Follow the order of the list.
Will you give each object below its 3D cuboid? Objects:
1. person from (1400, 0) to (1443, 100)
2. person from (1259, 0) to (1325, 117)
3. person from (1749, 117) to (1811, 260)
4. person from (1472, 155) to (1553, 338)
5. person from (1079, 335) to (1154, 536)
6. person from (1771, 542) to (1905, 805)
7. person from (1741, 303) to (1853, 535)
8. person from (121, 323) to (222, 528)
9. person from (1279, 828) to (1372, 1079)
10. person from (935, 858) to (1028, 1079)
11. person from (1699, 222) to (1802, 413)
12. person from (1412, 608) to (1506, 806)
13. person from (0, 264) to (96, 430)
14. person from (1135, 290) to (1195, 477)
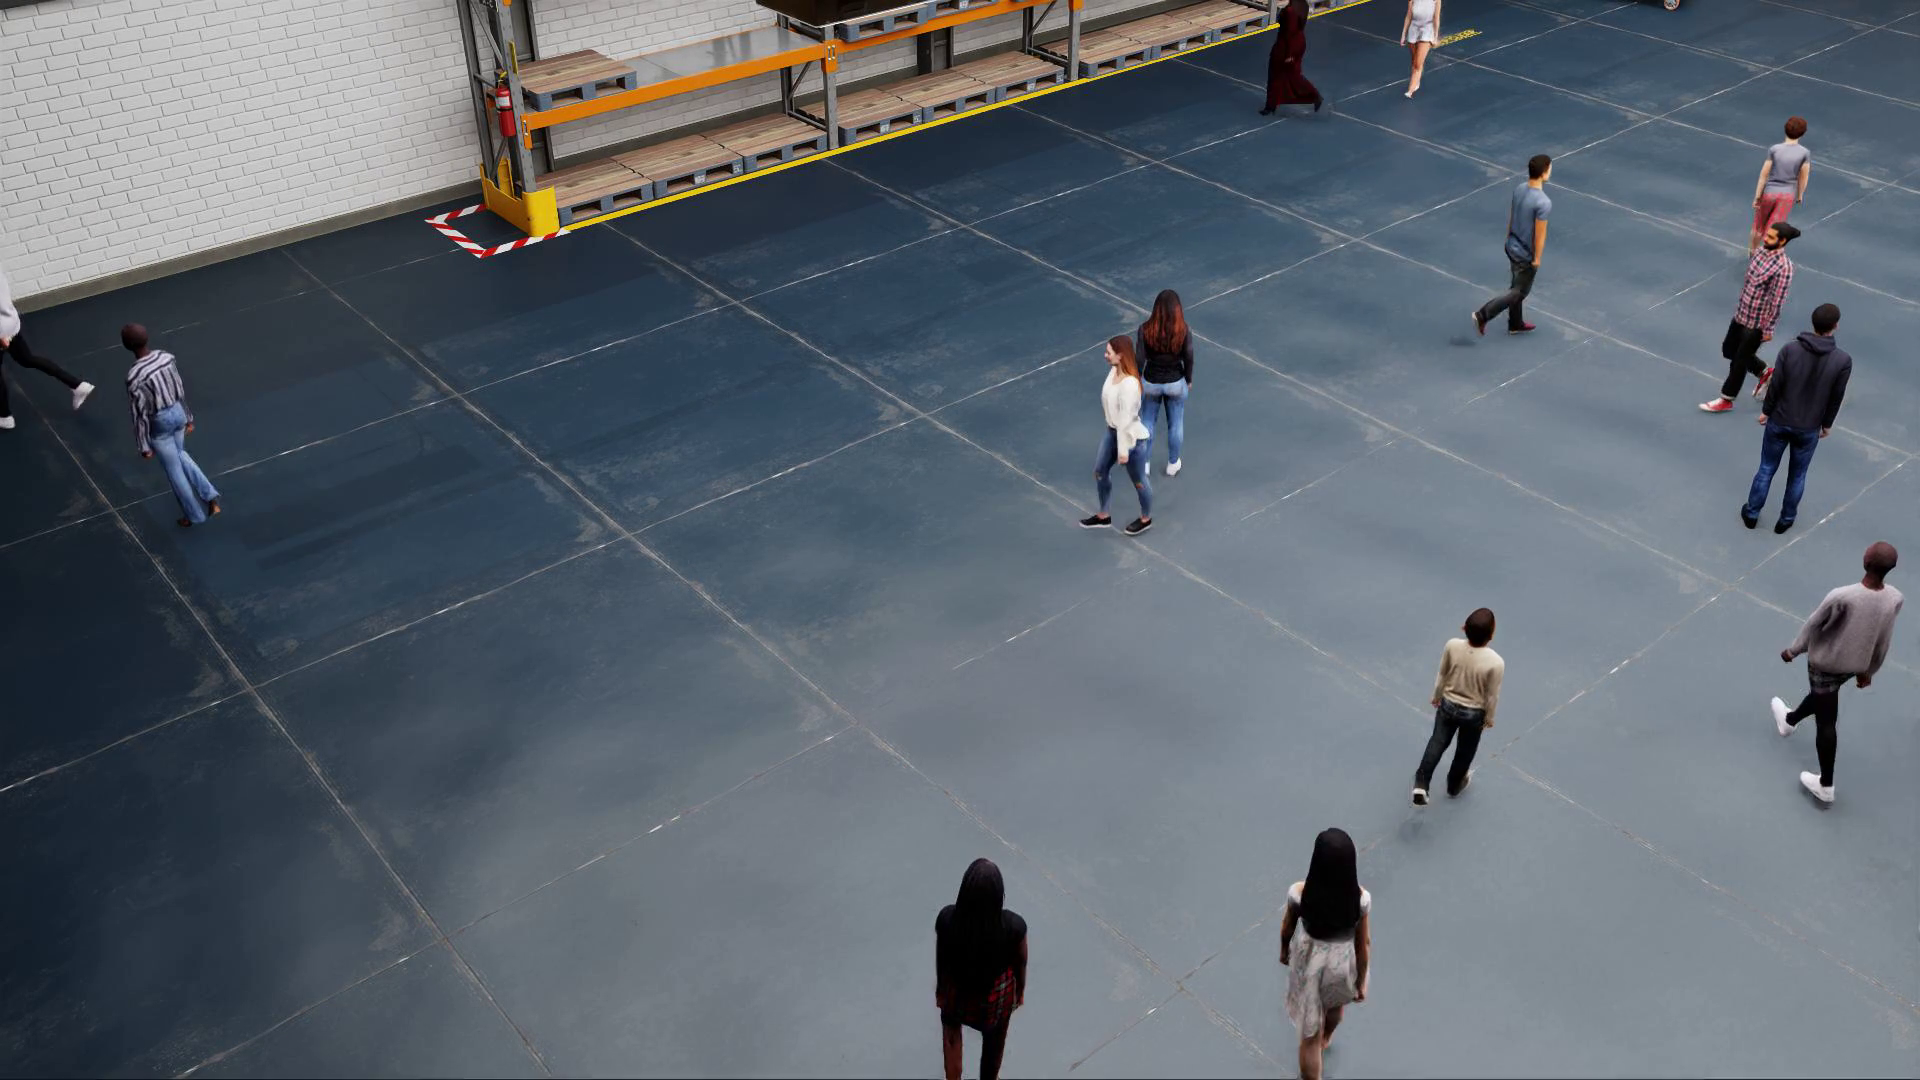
[{"bbox_3d":[5.968,-6.523,21.446,0.772,1.573,1.063,20,39,27],"label":"person"},{"bbox_3d":[4.180,-6.069,20.622,0.937,1.729,1.050,17,37,24],"label":"person"},{"bbox_3d":[8.181,-3.375,16.673,0.866,1.614,1.152,17,37,24],"label":"person"},{"bbox_3d":[5.172,-2.697,15.496,1.107,1.788,0.916,-9,35,-13],"label":"person"},{"bbox_3d":[1.336,-0.797,12.751,0.982,1.662,0.929,-10,35,-15],"label":"person"},{"bbox_3d":[5.442,0.836,10.233,1.162,1.730,1.115,-3,34,-4],"label":"person"},{"bbox_3d":[6.395,-0.917,12.726,0.754,1.890,0.729,14,36,20],"label":"person"},{"bbox_3d":[-5.979,-0.833,12.697,0.856,1.783,0.778,10,35,14],"label":"person"},{"bbox_3d":[1.765,2.209,8.152,0.929,1.747,1.014,7,34,10],"label":"person"},{"bbox_3d":[0.089,2.269,8.089,0.806,1.716,0.868,3,34,5],"label":"person"},{"bbox_3d":[6.928,-1.920,14.368,1.083,1.743,0.972,-4,34,-7],"label":"person"},{"bbox_3d":[3.037,1.063,10.146,0.661,1.449,0.877,23,40,30],"label":"person"},{"bbox_3d":[-8.038,-1.832,14.099,1.314,1.895,1.044,-8,34,-11],"label":"person"},{"bbox_3d":[1.650,-1.277,13.496,0.715,1.638,0.771,3,34,5],"label":"person"}]
